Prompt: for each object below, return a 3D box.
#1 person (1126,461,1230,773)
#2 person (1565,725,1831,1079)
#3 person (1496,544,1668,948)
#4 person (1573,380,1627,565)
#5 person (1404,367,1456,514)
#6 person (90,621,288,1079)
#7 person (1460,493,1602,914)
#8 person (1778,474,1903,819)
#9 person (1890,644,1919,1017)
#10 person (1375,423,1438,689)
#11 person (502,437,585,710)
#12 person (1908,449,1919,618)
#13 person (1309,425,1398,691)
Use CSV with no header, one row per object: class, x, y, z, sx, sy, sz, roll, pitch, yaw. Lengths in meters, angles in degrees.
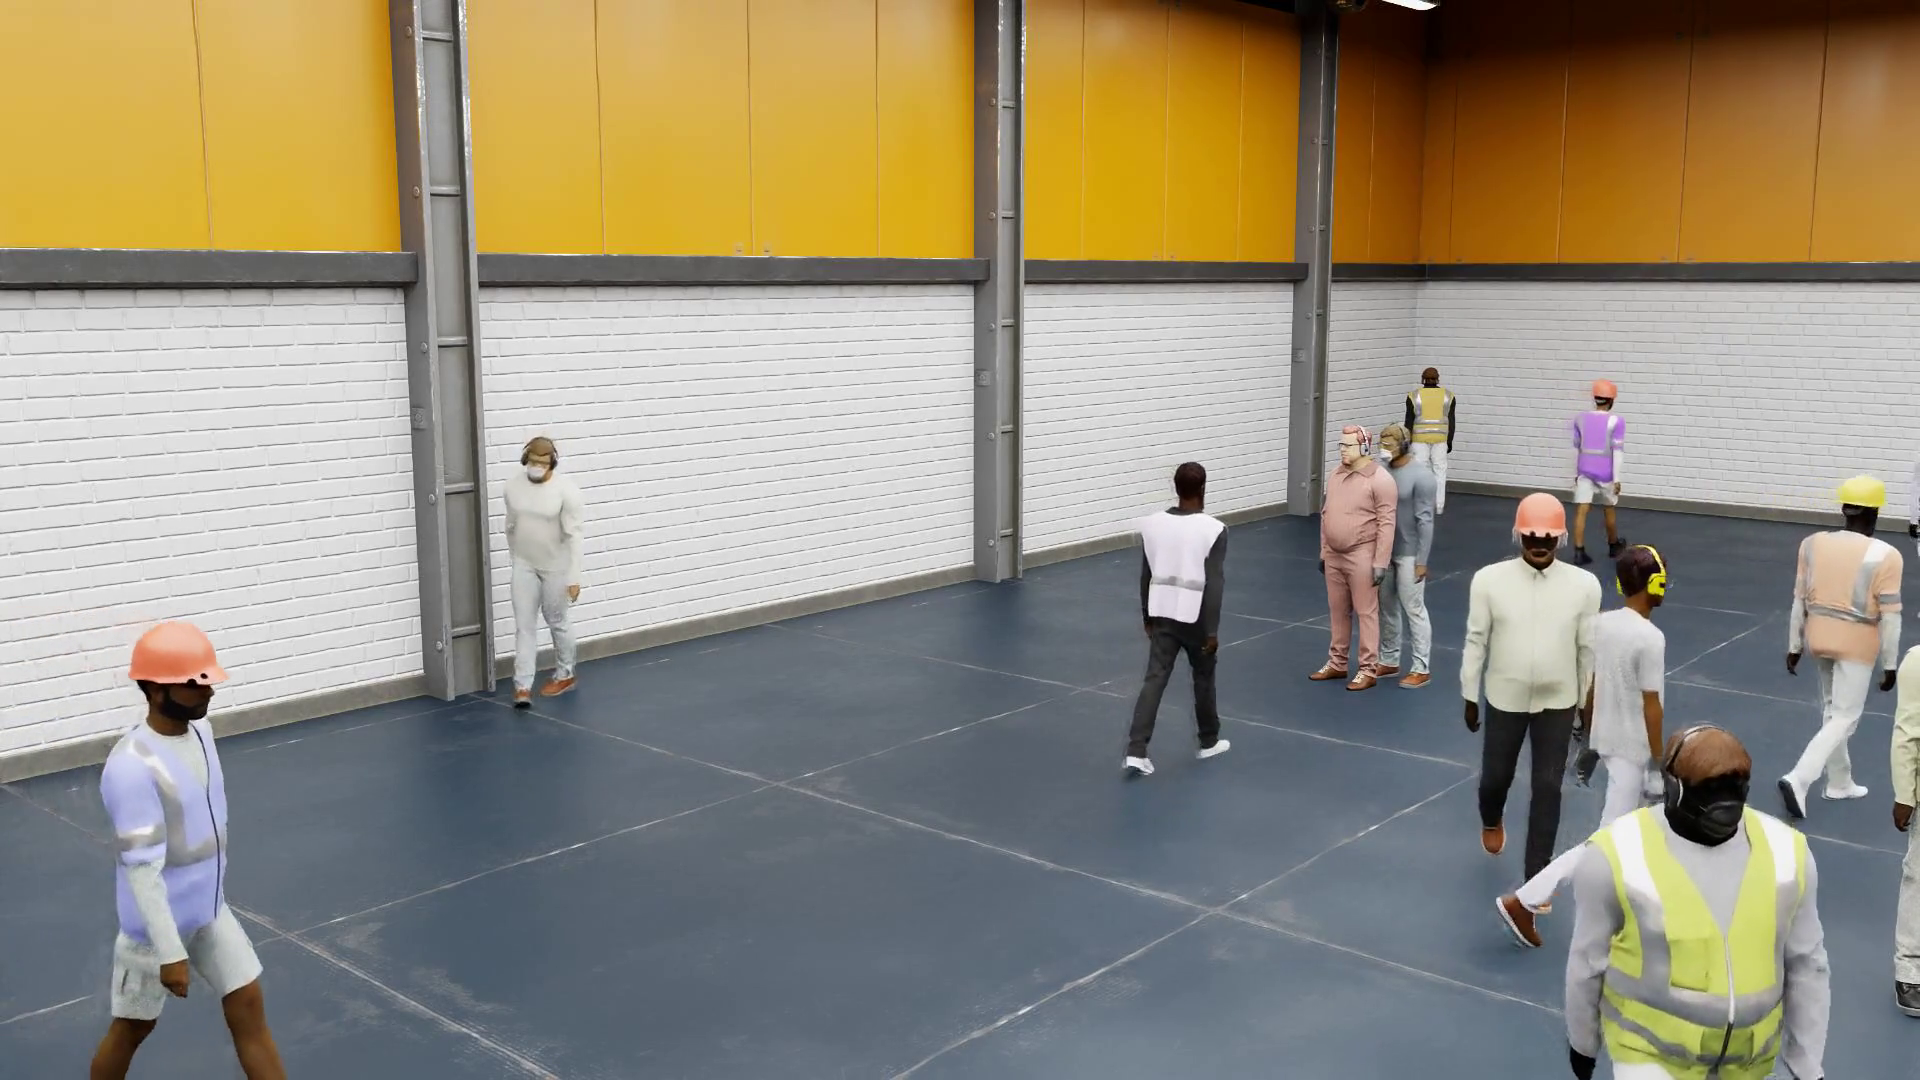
person,1.306,0.460,10.023,0.608,1.872,1.000,7,11,37
person,1.987,1.360,4.580,0.621,1.809,0.905,0,9,-1
person,2.838,0.925,7.259,0.908,1.828,0.516,0,9,1
person,6.657,-0.706,17.257,0.569,1.888,0.957,9,13,44
person,5.847,-1.235,20.748,0.621,1.840,0.429,1,9,5
person,-2.489,1.189,5.387,1.011,1.879,0.570,1,9,5
person,2.722,0.734,7.981,0.622,1.976,0.728,2,9,12
person,4.834,0.584,9.176,0.865,1.900,0.595,-5,10,-27
person,4.042,1.012,6.655,0.588,1.833,0.404,1,9,7
person,3.171,0.108,12.069,0.391,1.927,0.645,-5,11,-31
person,-2.874,0.225,11.427,0.649,1.882,0.936,2,9,13
person,8.397,-0.168,14.109,0.630,1.827,0.604,2,9,14
person,2.823,0.122,12.011,0.409,1.907,0.651,-6,11,-32
